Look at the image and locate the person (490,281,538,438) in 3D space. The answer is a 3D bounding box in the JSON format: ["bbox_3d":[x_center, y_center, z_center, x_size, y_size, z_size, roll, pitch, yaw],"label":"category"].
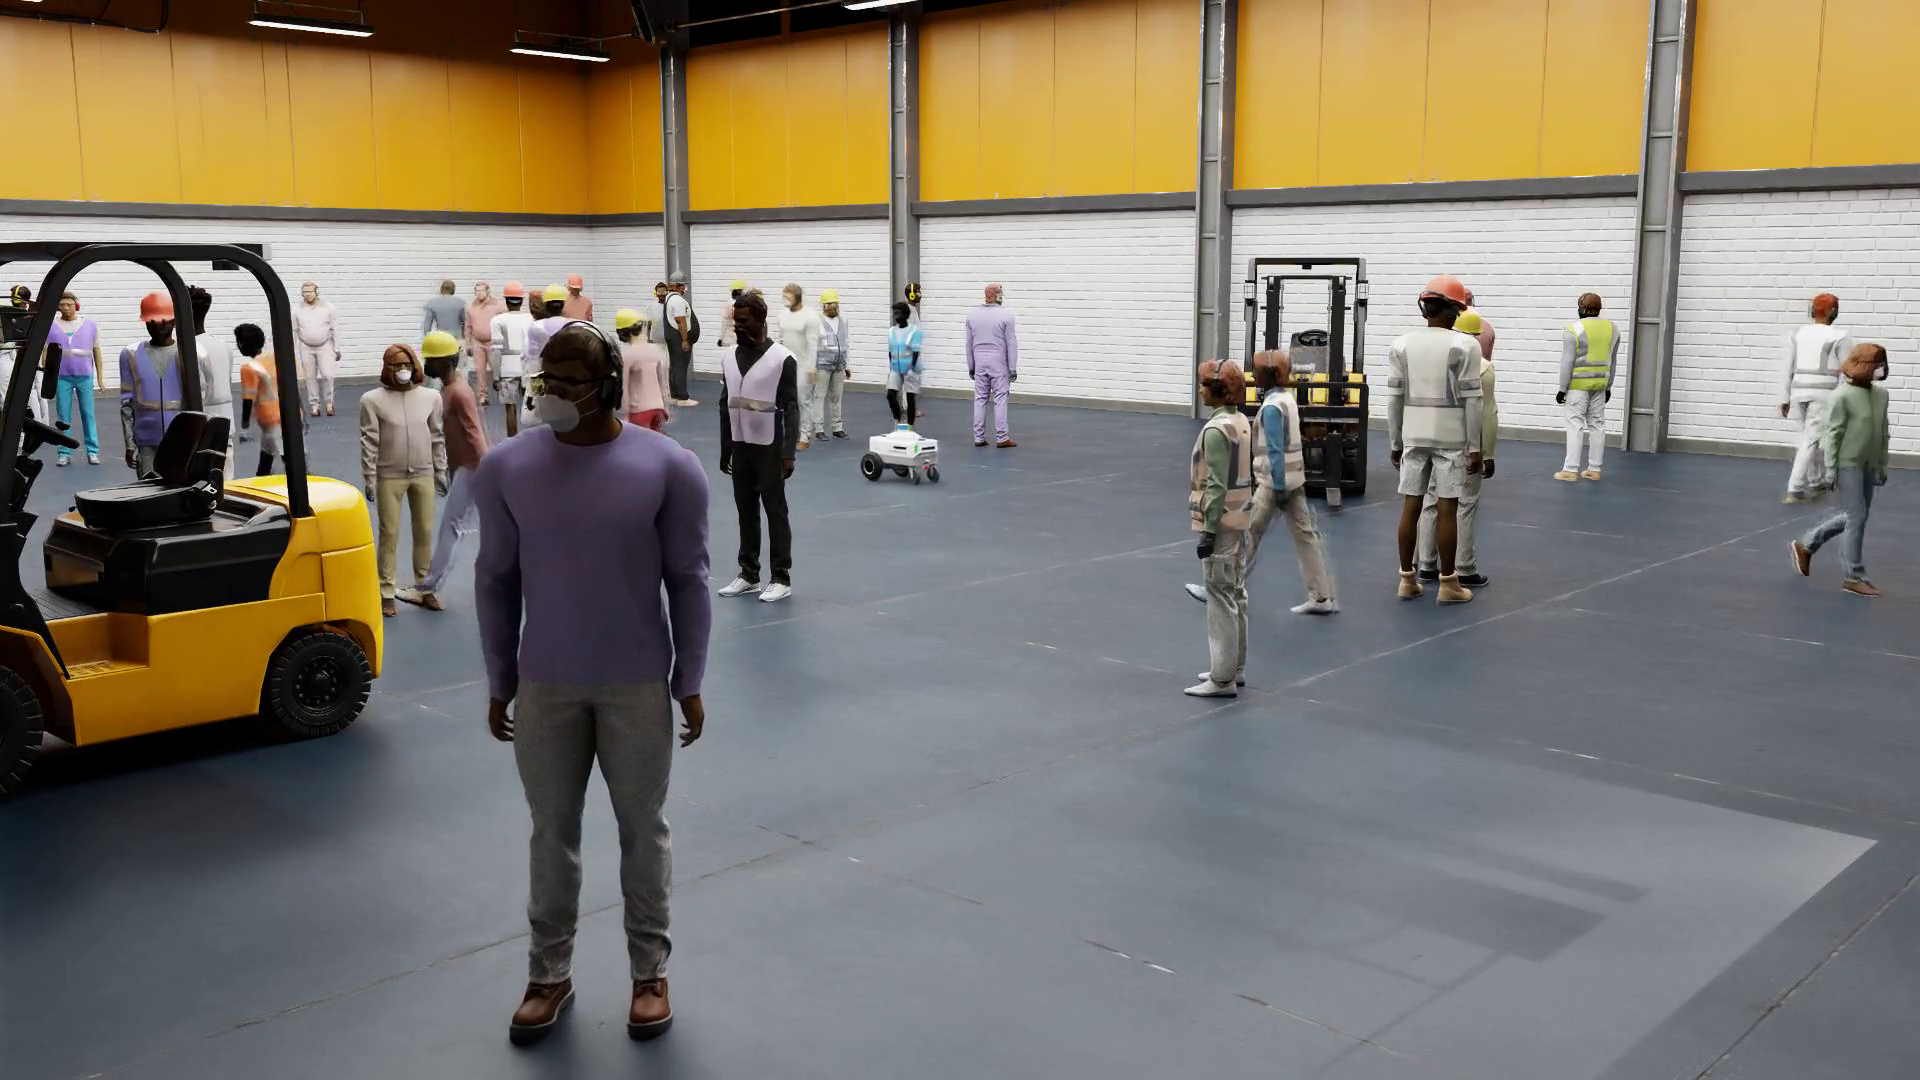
[{"bbox_3d":[-4.755,-1.797,17.847,0.551,1.934,0.372,-5,11,-30],"label":"person"}]

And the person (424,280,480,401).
[{"bbox_3d":[-8.030,-3.098,25.970,0.867,1.911,0.398,-2,9,-10],"label":"person"}]

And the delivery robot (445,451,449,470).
[{"bbox_3d":[-5.080,-0.870,16.105,0.477,0.478,0.707,-1,9,-5],"label":"delivery robot"}]

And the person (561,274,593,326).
[{"bbox_3d":[-6.007,-3.157,26.042,0.619,1.981,0.408,-6,11,-35],"label":"person"}]

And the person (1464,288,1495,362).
[{"bbox_3d":[4.522,-1.333,15.105,0.643,1.905,0.399,-5,10,-27],"label":"person"}]

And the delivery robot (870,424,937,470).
[{"bbox_3d":[-0.551,-0.892,16.240,0.707,0.478,0.477,9,13,43],"label":"delivery robot"}]

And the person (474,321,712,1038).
[{"bbox_3d":[-0.979,0.383,4.487,0.628,1.936,0.374,0,9,-1],"label":"person"}]

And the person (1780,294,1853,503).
[{"bbox_3d":[7.704,-1.259,14.829,0.925,1.839,0.590,-5,10,-26],"label":"person"}]

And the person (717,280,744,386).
[{"bbox_3d":[-3.779,-3.436,28.097,0.999,1.873,0.594,7,11,36],"label":"person"}]

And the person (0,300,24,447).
[{"bbox_3d":[-11.057,-1.915,19.165,0.295,1.743,0.493,-1,9,-5],"label":"person"}]

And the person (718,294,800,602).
[{"bbox_3d":[-1.258,-0.579,10.437,0.595,1.916,0.373,6,11,34],"label":"person"}]

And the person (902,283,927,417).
[{"bbox_3d":[-0.657,-2.661,23.353,0.329,1.872,0.507,-1,9,-9],"label":"person"}]

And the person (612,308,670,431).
[{"bbox_3d":[-2.680,-1.076,14.015,0.485,1.735,0.545,5,11,29],"label":"person"}]

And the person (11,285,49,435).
[{"bbox_3d":[-11.483,-2.193,20.475,0.326,1.874,0.519,-1,9,-4],"label":"person"}]

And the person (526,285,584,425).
[{"bbox_3d":[-3.918,-1.505,16.171,0.616,1.907,0.526,-6,11,-31],"label":"person"}]

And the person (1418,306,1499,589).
[{"bbox_3d":[3.231,-0.602,10.841,0.403,1.830,0.599,-8,13,-42],"label":"person"}]

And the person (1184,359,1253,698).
[{"bbox_3d":[1.267,-0.055,8.076,0.308,1.639,0.524,4,10,22],"label":"person"}]

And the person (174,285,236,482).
[{"bbox_3d":[-5.026,-0.703,11.049,0.366,1.967,0.602,0,9,-1],"label":"person"}]

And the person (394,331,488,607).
[{"bbox_3d":[-3.075,-0.443,10.306,0.976,1.691,0.534,-4,10,-24],"label":"person"}]

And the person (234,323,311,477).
[{"bbox_3d":[-5.656,-0.960,13.637,0.939,1.617,0.541,0,9,2],"label":"person"}]

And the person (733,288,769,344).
[{"bbox_3d":[-2.398,-2.001,19.385,0.345,1.845,0.507,7,12,37],"label":"person"}]

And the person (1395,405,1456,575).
[{"bbox_3d":[3.199,-0.573,11.269,0.504,1.631,0.282,2,10,14],"label":"person"}]

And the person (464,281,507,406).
[{"bbox_3d":[-7.200,-2.988,25.292,0.661,1.887,0.493,0,9,0],"label":"person"}]

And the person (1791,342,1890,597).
[{"bbox_3d":[5.717,-0.476,10.734,0.501,1.613,0.689,-4,10,-25],"label":"person"}]

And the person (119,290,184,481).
[{"bbox_3d":[-5.179,-0.657,10.869,0.544,1.935,0.361,-3,10,-18],"label":"person"}]

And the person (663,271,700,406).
[{"bbox_3d":[-4.220,-3.059,25.267,0.537,2.000,0.683,-5,10,-27],"label":"person"}]

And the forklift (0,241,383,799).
[{"bbox_3d":[-3.706,-0.171,7.093,1.214,2.155,2.313,9,13,43],"label":"forklift"}]

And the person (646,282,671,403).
[{"bbox_3d":[-4.578,-3.042,25.686,0.521,1.873,0.336,-2,10,-14],"label":"person"}]

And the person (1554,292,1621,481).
[{"bbox_3d":[6.106,-1.491,16.265,0.633,1.843,0.429,-3,10,-18],"label":"person"}]

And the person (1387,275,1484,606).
[{"bbox_3d":[2.948,-0.614,10.303,0.605,2.033,0.392,8,12,39],"label":"person"}]

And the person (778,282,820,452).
[{"bbox_3d":[-1.835,-1.963,18.918,0.618,1.921,0.516,5,11,29],"label":"person"}]

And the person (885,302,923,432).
[{"bbox_3d":[-0.689,-2.049,20.186,0.530,1.676,0.423,5,11,29],"label":"person"}]

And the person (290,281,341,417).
[{"bbox_3d":[-9.033,-2.657,23.235,0.681,1.893,0.558,-2,10,-15],"label":"person"}]

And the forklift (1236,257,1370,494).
[{"bbox_3d":[3.309,-1.629,16.029,1.214,2.155,2.313,2,9,11],"label":"forklift"}]

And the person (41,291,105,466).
[{"bbox_3d":[-9.352,-1.701,17.546,0.572,1.840,0.373,-5,10,-26],"label":"person"}]

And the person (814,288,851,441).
[{"bbox_3d":[-1.568,-2.116,20.108,0.592,1.837,0.404,-7,12,-38],"label":"person"}]

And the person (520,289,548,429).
[{"bbox_3d":[-4.159,-1.570,16.647,0.596,1.869,0.449,5,10,28],"label":"person"}]

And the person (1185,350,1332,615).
[{"bbox_3d":[1.835,-0.339,9.968,0.893,1.587,0.519,4,10,25],"label":"person"}]

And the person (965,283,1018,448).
[{"bbox_3d":[0.390,-2.023,19.336,0.651,1.904,0.401,5,11,29],"label":"person"}]

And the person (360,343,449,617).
[{"bbox_3d":[-3.329,-0.364,9.991,0.507,1.631,0.266,-6,11,-35],"label":"person"}]
